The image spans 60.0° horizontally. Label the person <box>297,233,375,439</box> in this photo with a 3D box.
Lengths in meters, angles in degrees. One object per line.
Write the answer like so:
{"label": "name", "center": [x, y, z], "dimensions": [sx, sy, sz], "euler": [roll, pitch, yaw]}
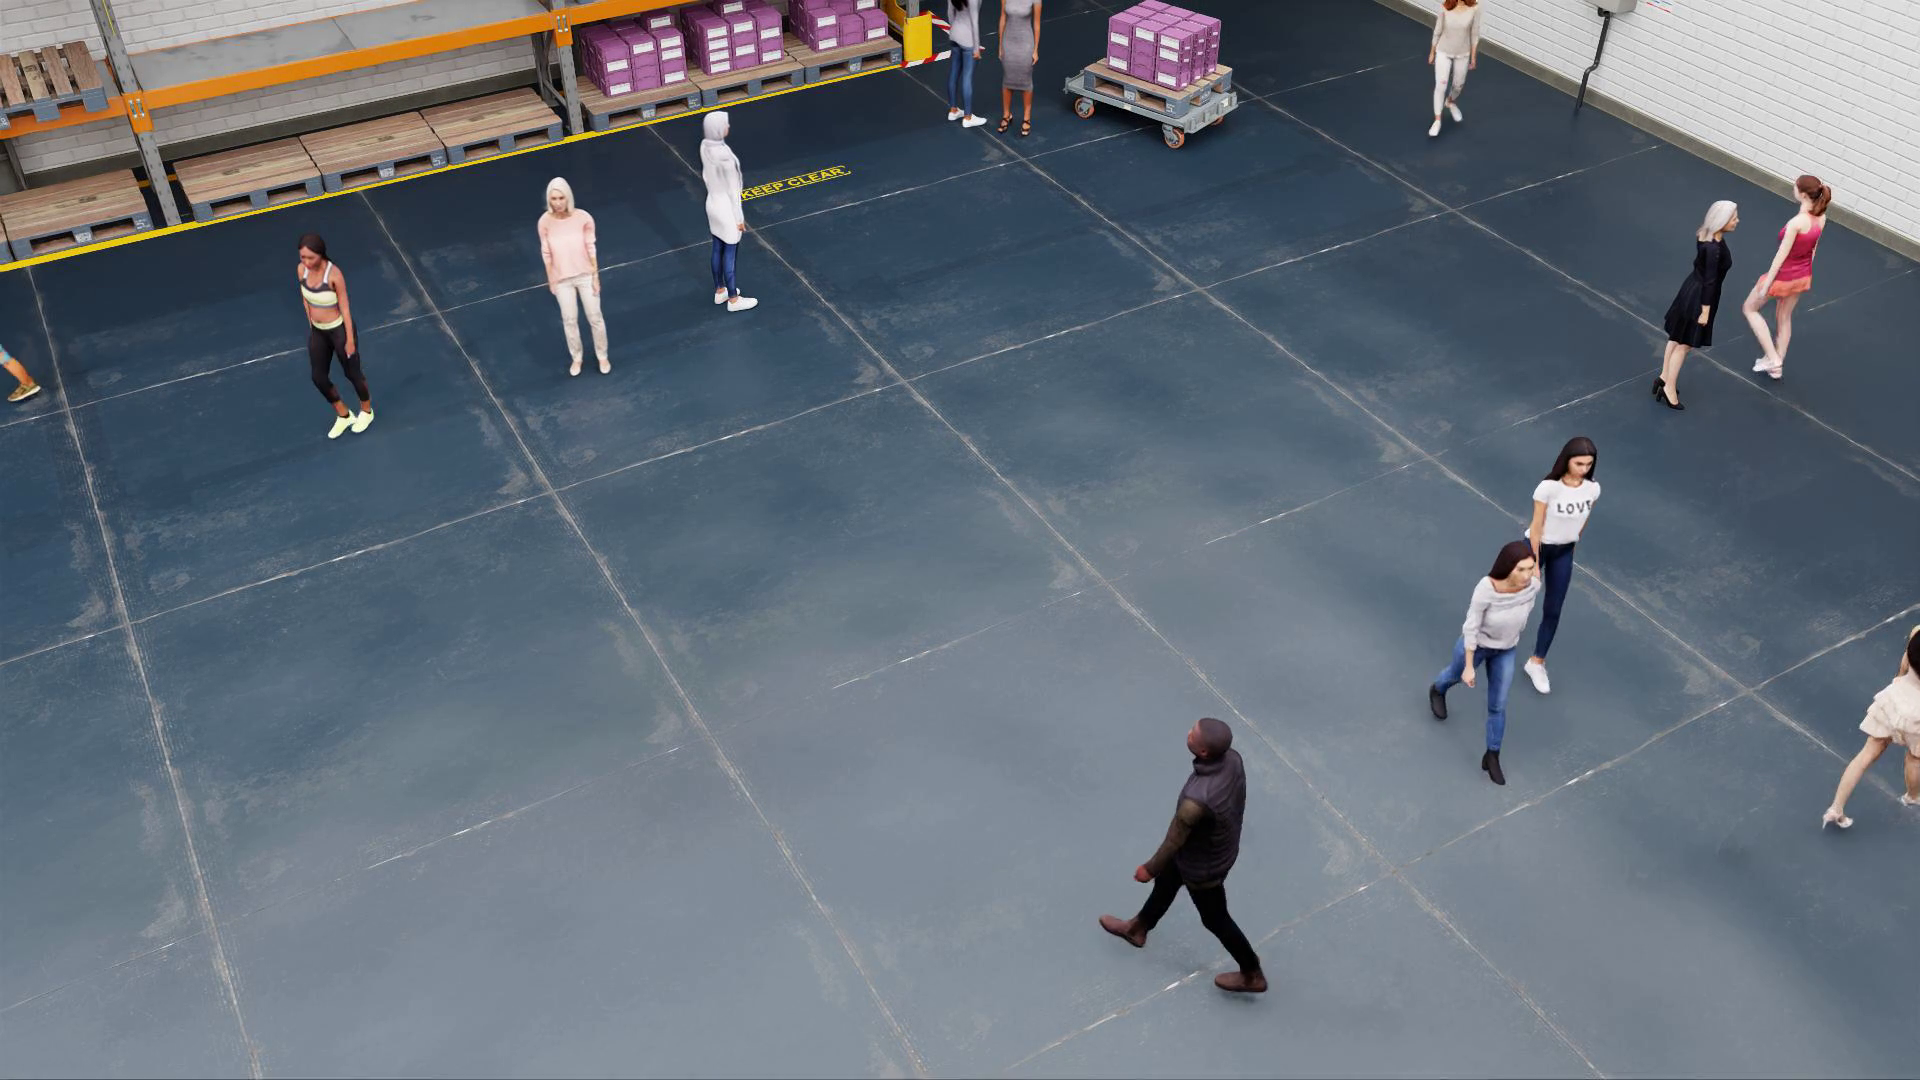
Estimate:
{"label": "person", "center": [-4.689, -1.603, 12.624], "dimensions": [0.736, 1.737, 0.796], "euler": [11, 40, 14]}

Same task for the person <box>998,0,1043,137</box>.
{"label": "person", "center": [0.596, -4.956, 16.788], "dimensions": [0.664, 1.780, 0.708], "euler": [13, 40, 16]}

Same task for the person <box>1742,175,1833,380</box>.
{"label": "person", "center": [6.576, -2.020, 13.151], "dimensions": [0.619, 1.730, 0.747], "euler": [-13, 41, -16]}

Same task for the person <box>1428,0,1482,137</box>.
{"label": "person", "center": [5.009, -4.958, 16.870], "dimensions": [0.939, 1.680, 0.993], "euler": [7, 39, 9]}

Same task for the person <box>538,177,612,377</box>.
{"label": "person", "center": [-3.076, -2.110, 13.269], "dimensions": [0.581, 1.724, 0.722], "euler": [-5, 39, -6]}

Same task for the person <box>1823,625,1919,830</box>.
{"label": "person", "center": [5.243, 1.018, 9.367], "dimensions": [1.024, 1.705, 0.765], "euler": [-9, 40, -11]}

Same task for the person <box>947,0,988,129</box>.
{"label": "person", "center": [0.024, -5.102, 17.006], "dimensions": [0.550, 1.735, 0.621], "euler": [-25, 45, -28]}

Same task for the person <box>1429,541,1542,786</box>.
{"label": "person", "center": [3.100, 0.615, 9.964], "dimensions": [1.088, 1.591, 0.932], "euler": [-6, 39, -7]}

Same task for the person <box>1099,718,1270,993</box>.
{"label": "person", "center": [1.318, 1.670, 8.484], "dimensions": [1.233, 1.788, 1.250], "euler": [14, 41, 17]}

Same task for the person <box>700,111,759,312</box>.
{"label": "person", "center": [-2.004, -2.781, 14.069], "dimensions": [0.574, 1.775, 0.641], "euler": [-26, 45, -28]}

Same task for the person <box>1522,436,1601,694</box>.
{"label": "person", "center": [3.654, 0.048, 10.550], "dimensions": [1.115, 1.745, 0.953], "euler": [-3, 39, -4]}

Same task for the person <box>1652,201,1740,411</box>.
{"label": "person", "center": [5.722, -1.836, 12.908], "dimensions": [0.749, 1.747, 0.696], "euler": [8, 39, 10]}
